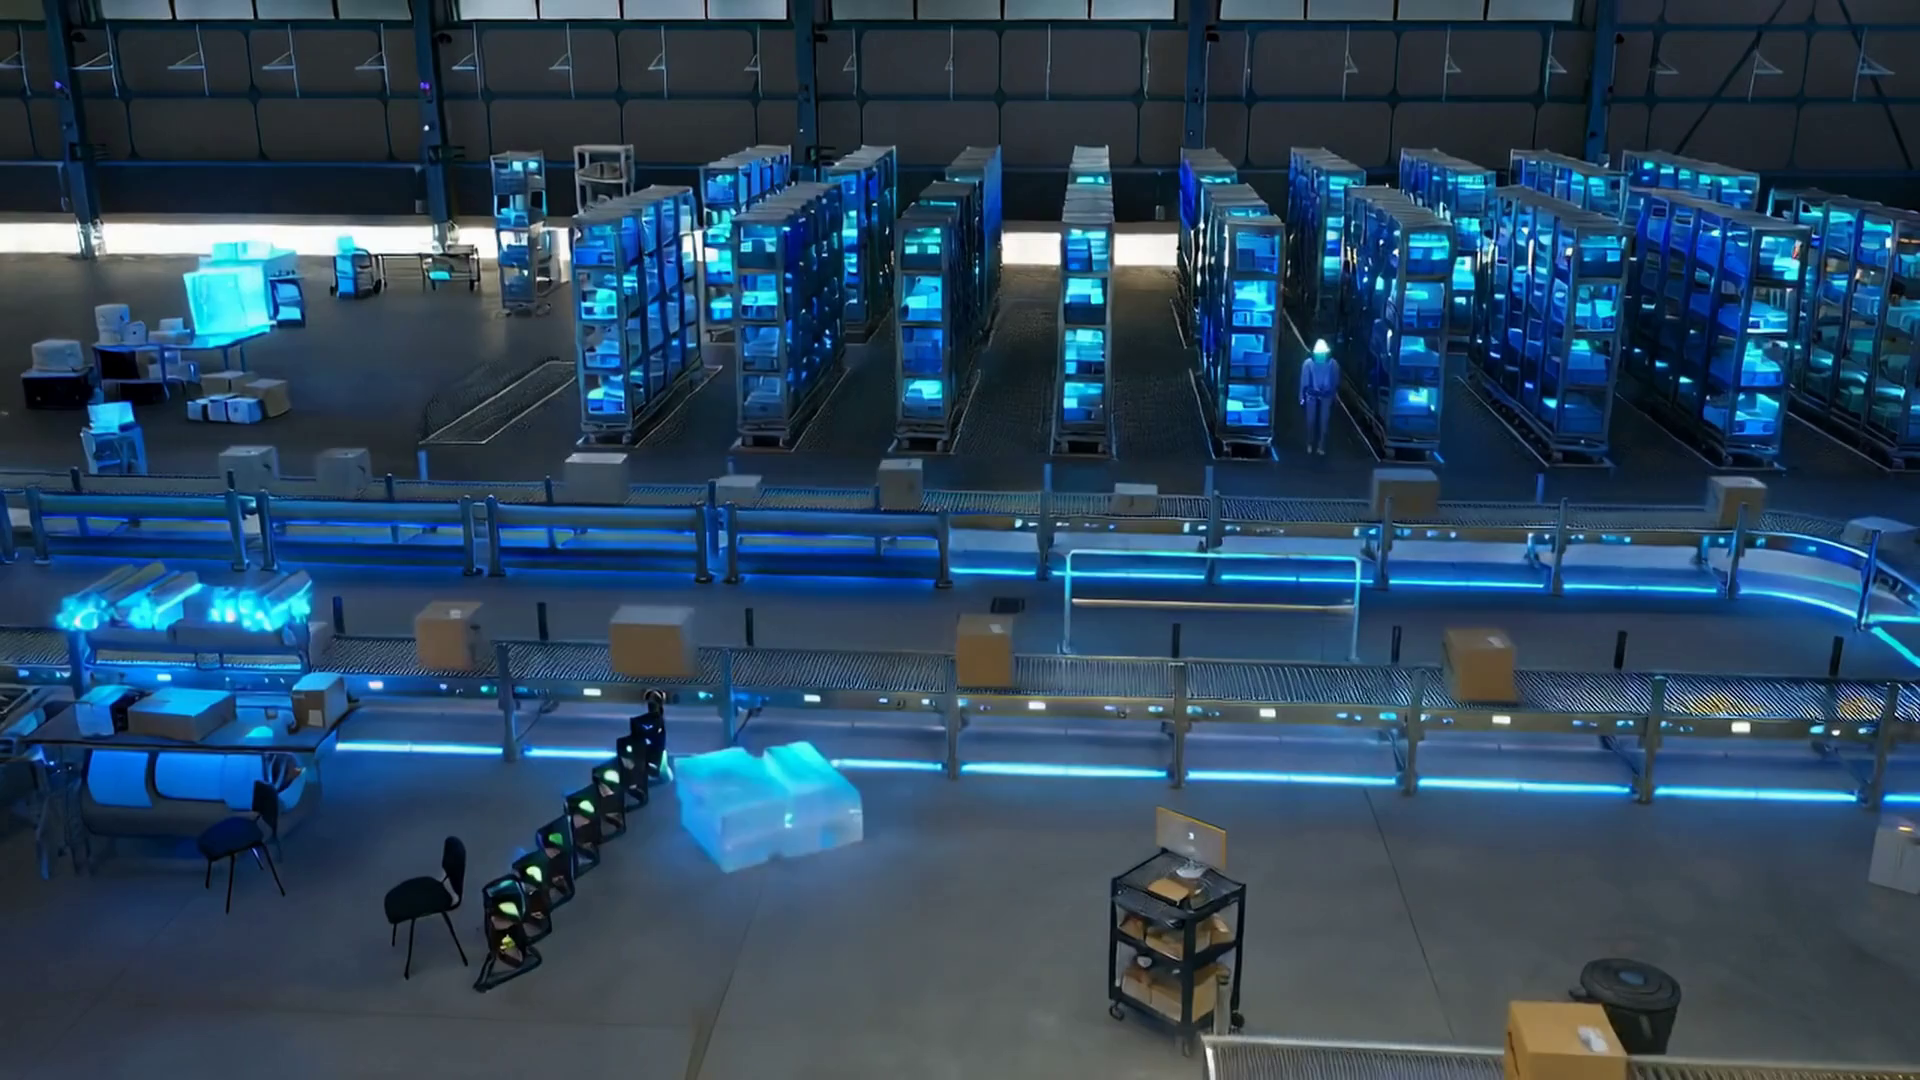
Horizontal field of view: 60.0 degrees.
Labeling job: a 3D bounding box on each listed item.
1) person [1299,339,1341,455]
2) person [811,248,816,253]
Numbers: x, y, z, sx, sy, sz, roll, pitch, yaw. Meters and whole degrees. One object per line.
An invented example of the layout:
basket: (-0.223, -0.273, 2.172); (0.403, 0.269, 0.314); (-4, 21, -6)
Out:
person: (5.529, -2.198, 25.552); (0.620, 1.812, 0.460); (0, 17, 0)
person: (-3.508, -6.697, 39.839); (0.401, 1.830, 0.614); (0, 17, 1)
